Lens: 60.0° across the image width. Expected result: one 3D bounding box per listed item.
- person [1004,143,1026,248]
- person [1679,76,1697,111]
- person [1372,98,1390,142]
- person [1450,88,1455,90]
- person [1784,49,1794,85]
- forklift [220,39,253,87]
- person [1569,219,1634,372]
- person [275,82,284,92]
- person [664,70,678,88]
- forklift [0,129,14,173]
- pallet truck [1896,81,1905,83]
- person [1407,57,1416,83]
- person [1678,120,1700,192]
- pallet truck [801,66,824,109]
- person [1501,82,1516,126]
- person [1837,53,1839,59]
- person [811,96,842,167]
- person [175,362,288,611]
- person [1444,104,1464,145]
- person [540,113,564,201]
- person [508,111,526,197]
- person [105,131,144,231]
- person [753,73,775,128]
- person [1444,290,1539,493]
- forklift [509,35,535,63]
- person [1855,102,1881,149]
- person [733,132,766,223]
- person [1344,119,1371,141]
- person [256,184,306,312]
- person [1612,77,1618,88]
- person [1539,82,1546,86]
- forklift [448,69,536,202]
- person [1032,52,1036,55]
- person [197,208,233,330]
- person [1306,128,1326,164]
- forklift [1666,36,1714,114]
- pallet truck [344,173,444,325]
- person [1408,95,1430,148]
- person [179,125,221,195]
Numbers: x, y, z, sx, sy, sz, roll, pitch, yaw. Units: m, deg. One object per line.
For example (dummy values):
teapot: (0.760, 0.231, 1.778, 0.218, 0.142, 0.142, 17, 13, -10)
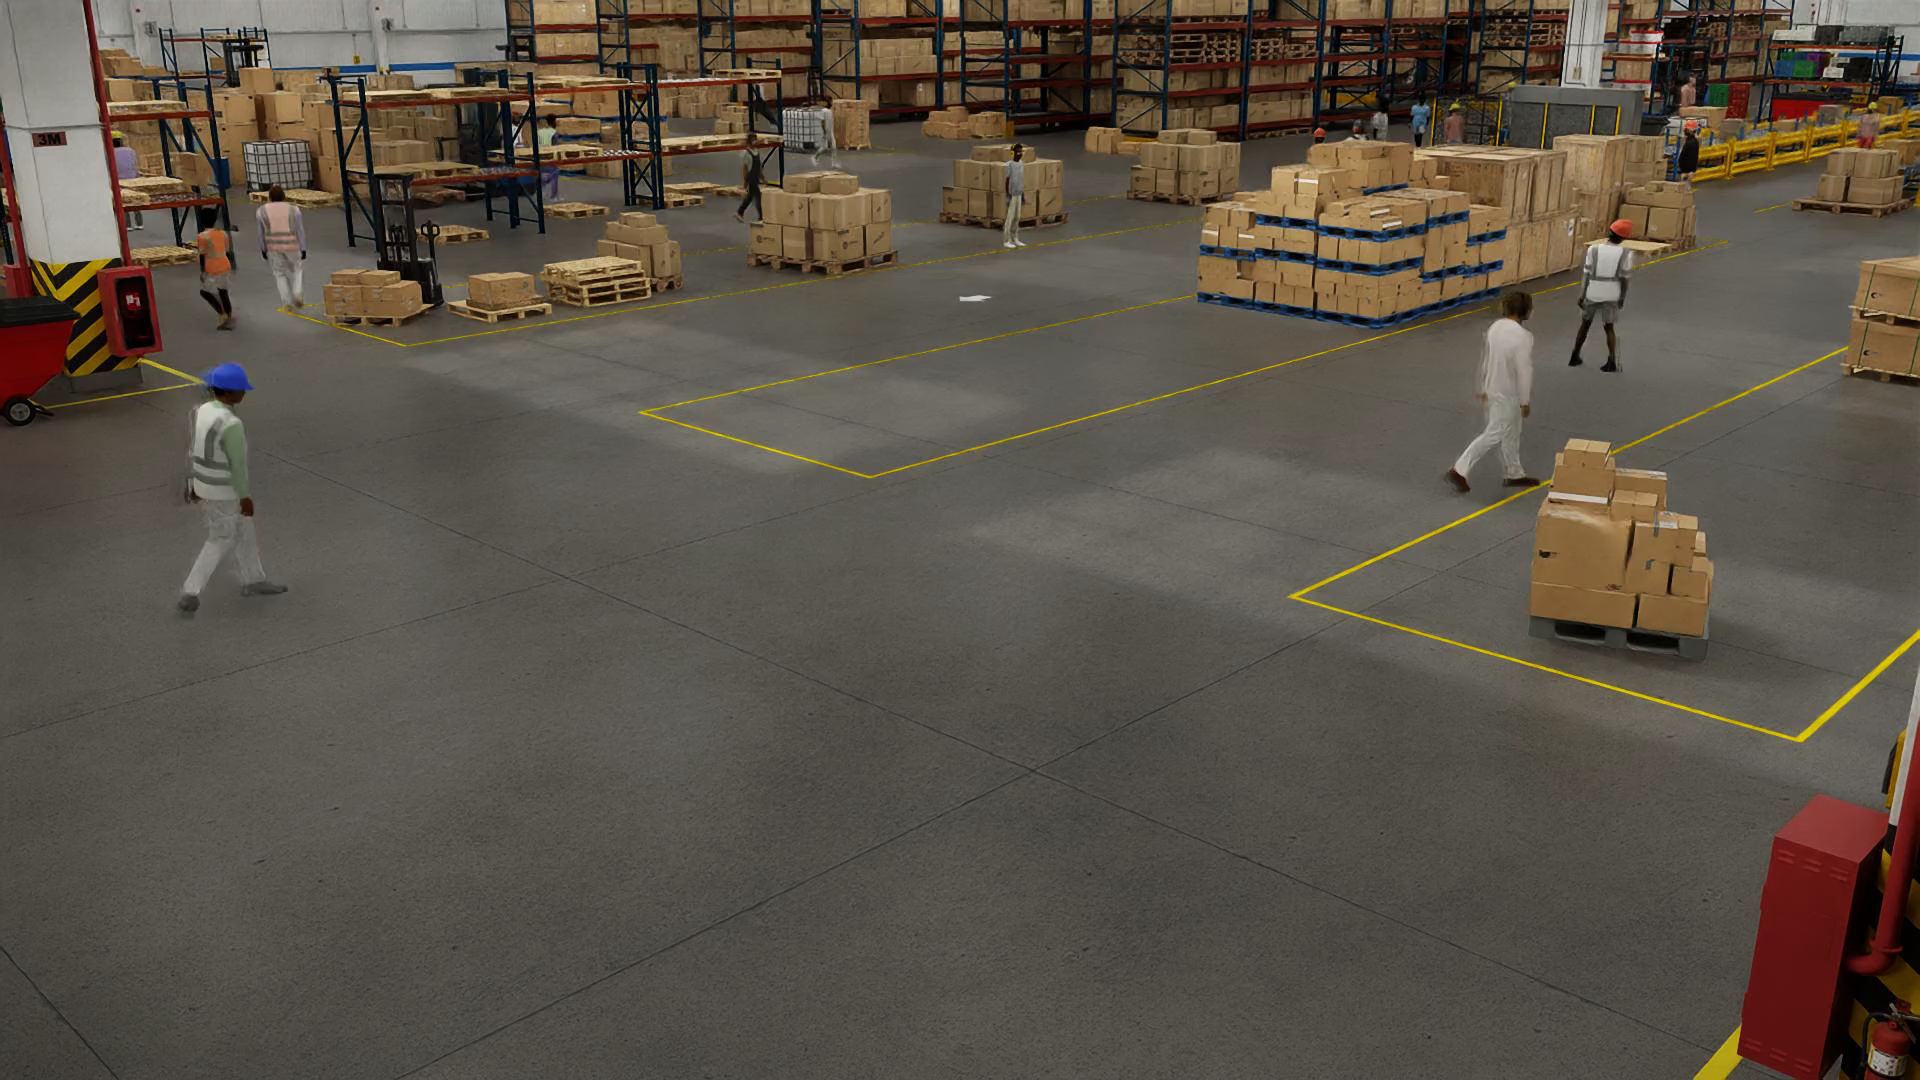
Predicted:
person: (1.011, -6.260, 30.221, 0.315, 1.869, 0.526, 15, 23, 37)
person: (23.181, -13.754, 52.812, 0.651, 1.857, 0.954, -10, 21, -28)
person: (10.387, -9.993, 41.338, 0.526, 1.954, 0.609, 13, 22, 34)
person: (23.006, -22.006, 77.555, 0.375, 1.939, 0.628, 7, 20, 20)
person: (40.420, -23.010, 80.882, 0.673, 1.748, 0.534, -16, 24, -40)
forklift: (-25.485, -16.302, 58.898, 1.873, 2.768, 1.129, 17, 25, 41)
person: (7.900, -3.005, 20.427, 0.594, 1.875, 0.596, 8, 20, 22)
person: (-20.025, -12.522, 49.054, 0.656, 1.893, 0.985, -14, 23, -36)
person: (-11.407, -17.922, 65.718, 0.521, 1.638, 0.311, 1, 18, 4)
forklift: (-24.027, -10.894, 42.604, 1.129, 2.768, 1.873, 17, 25, 41)
pallet truck: (34.802, -16.331, 61.455, 0.653, 1.274, 1.630, 17, 25, 41)
person: (21.379, -22.229, 78.736, 0.442, 1.613, 0.533, -3, 19, -8)
person: (14.769, -7.519, 33.817, 0.379, 1.996, 0.608, 6, 19, 18)
pallet truck: (-4.812, -15.182, 56.903, 0.823, 1.965, 1.885, -9, 21, -26)
person: (16.913, -13.138, 51.068, 0.618, 1.782, 0.944, 13, 23, 35)
person: (41.129, -22.273, 78.293, 0.415, 1.985, 0.610, 13, 22, 34)
person: (-3.538, -10.754, 43.819, 0.797, 1.845, 0.518, 9, 20, 25)
person: (-5.634, -0.391, 12.519, 0.824, 1.895, 0.613, -12, 22, -32)
person: (12.526, -10.217, 42.375, 0.546, 1.729, 0.875, -2, 18, -6)
person: (-9.078, -8.463, 36.820, 0.466, 1.903, 0.580, -17, 25, -41)
person: (-10.053, -8.745, 37.687, 0.342, 1.882, 0.579, -2, 18, -5)
person: (-16.223, -6.946, 32.239, 0.457, 1.901, 0.608, 14, 23, 35)
person: (-6.702, -14.756, 55.805, 0.917, 1.890, 0.606, 1, 18, 3)
person: (5.001, -1.371, 15.455, 0.968, 1.909, 0.646, -3, 19, -8)
forklift: (-16.798, -18.035, 64.120, 1.873, 2.768, 1.129, 17, 25, 41)
person: (23.415, -10.409, 42.893, 0.485, 1.751, 0.544, -13, 22, -34)
person: (-4.175, -7.202, 33.146, 0.901, 1.819, 0.511, 6, 19, 17)
person: (8.110, -7.661, 34.174, 0.680, 2.000, 1.022, -6, 19, -17)
person: (-9.885, -4.271, 24.297, 0.649, 1.820, 0.615, -6, 19, -17)
person: (22.316, -15.053, 57.109, 0.427, 1.621, 0.501, 16, 24, 40)
person: (18.528, -13.733, 53.035, 0.540, 1.682, 0.512, 12, 22, 32)
forklift: (-10.592, -9.078, 37.133, 1.129, 2.768, 1.873, 17, 25, 41)
person: (3.365, -21.401, 75.864, 0.666, 1.853, 0.991, -15, 24, -39)
person: (-10.210, -3.699, 22.789, 0.366, 1.681, 0.560, 7, 19, 19)
person: (6.993, -7.074, 32.568, 0.543, 1.938, 0.356, -5, 19, -15)
forklift: (27.341, -17.291, 61.877, 1.129, 2.768, 1.873, 17, 25, 41)
pallet truck: (-8.209, -4.181, 23.757, 0.823, 1.965, 1.885, 3, 19, 9)
person: (13.115, -11.867, 47.443, 0.541, 1.663, 0.852, 9, 20, 26)
person: (-17.366, -8.594, 37.692, 0.531, 1.590, 0.896, 16, 24, 40)
